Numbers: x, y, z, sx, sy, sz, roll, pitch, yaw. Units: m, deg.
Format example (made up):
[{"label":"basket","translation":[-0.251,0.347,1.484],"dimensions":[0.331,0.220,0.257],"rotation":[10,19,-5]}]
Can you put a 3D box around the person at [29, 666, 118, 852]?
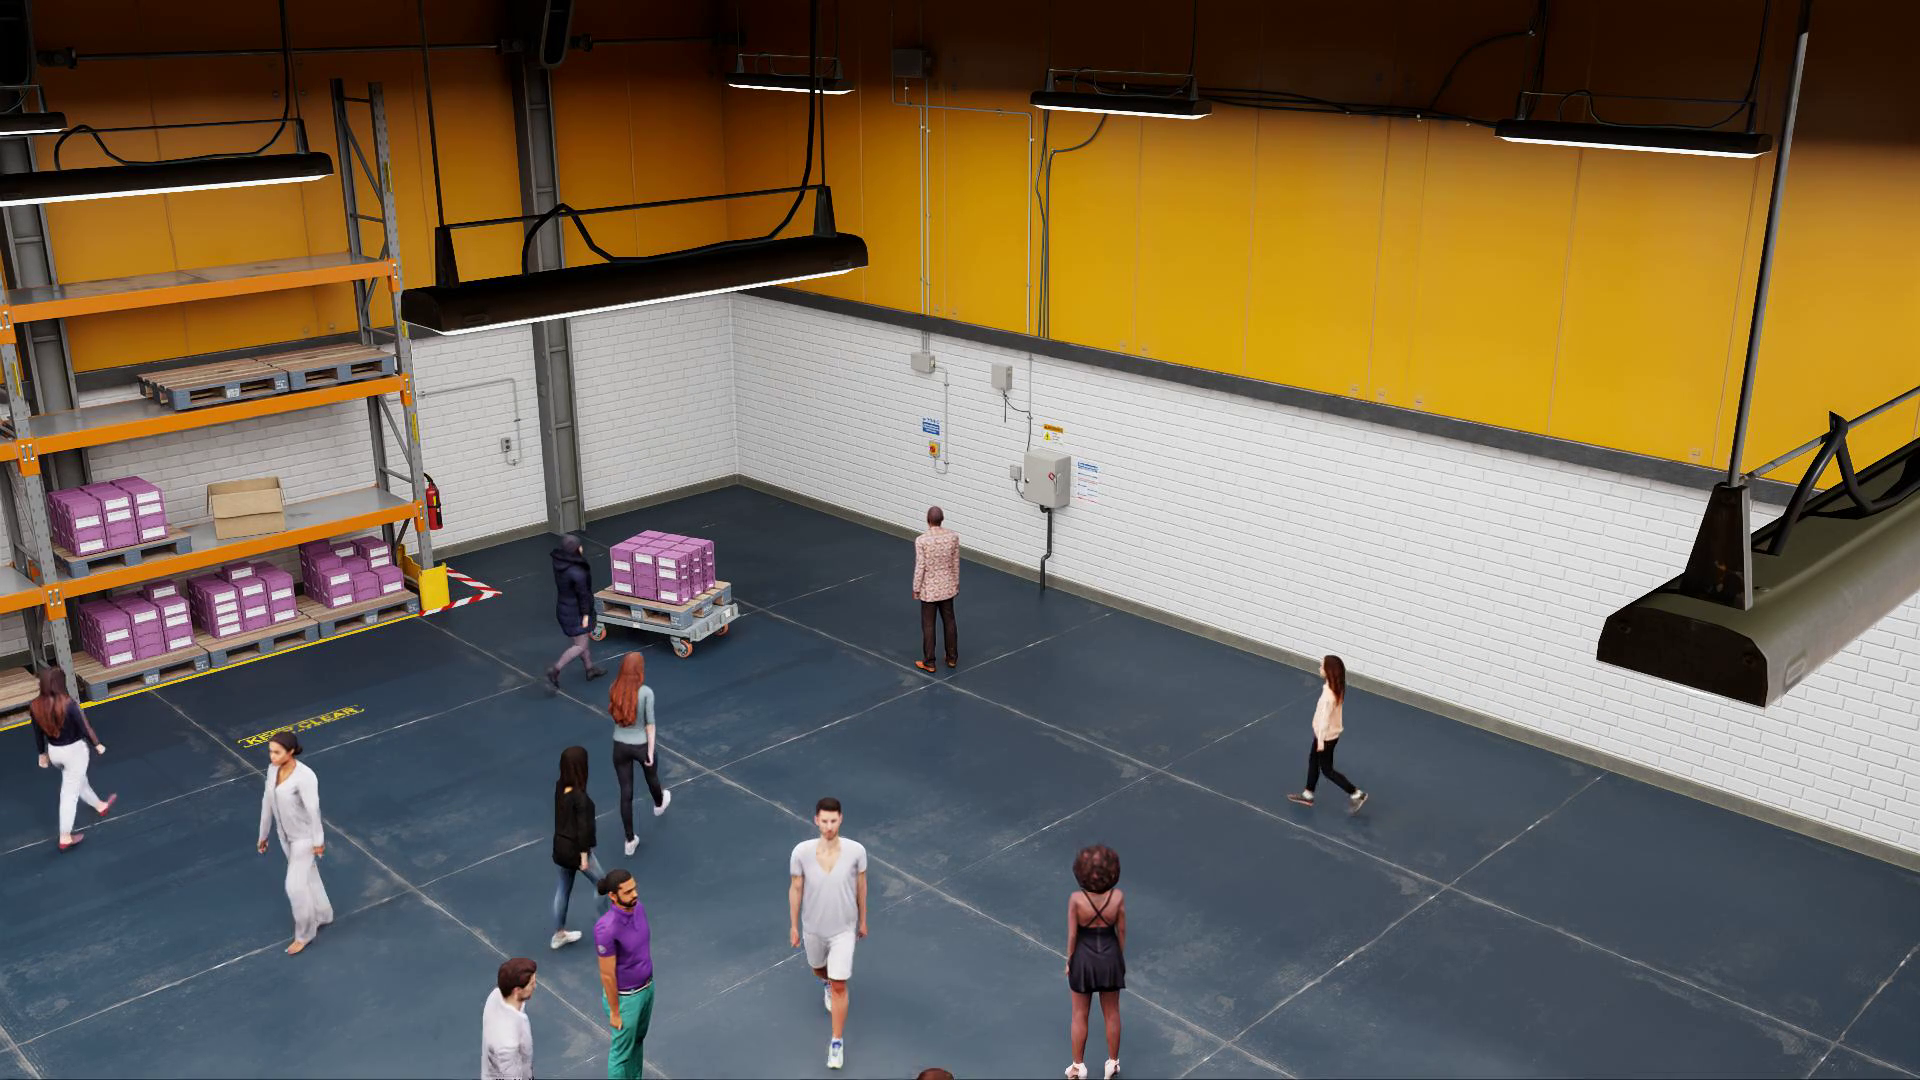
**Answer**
[{"label":"person","translation":[-7.561,1.867,14.031],"dimensions":[0.930,1.568,1.105],"rotation":[4,19,13]}]

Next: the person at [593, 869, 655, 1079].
[{"label":"person","translation":[-2.136,2.899,10.654],"dimensions":[0.780,1.767,0.666],"rotation":[6,19,17]}]

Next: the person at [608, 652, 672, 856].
[{"label":"person","translation":[-2.774,1.822,13.963],"dimensions":[1.006,1.696,1.163],"rotation":[3,19,8]}]

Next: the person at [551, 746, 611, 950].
[{"label":"person","translation":[-2.972,2.345,12.529],"dimensions":[0.583,1.621,0.842],"rotation":[16,24,39]}]

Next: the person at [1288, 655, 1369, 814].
[{"label":"person","translation":[3.287,1.724,14.619],"dimensions":[0.881,1.464,0.960],"rotation":[6,20,19]}]

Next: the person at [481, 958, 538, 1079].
[{"label":"person","translation":[-2.690,3.228,9.595],"dimensions":[0.815,1.819,0.818],"rotation":[-6,19,-17]}]

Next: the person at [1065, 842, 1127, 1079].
[{"label":"person","translation":[0.892,2.798,10.921],"dimensions":[0.631,1.787,0.707],"rotation":[-3,19,-8]}]

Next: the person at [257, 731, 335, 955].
[{"label":"person","translation":[-4.997,2.223,12.739],"dimensions":[0.737,1.717,0.831],"rotation":[12,22,32]}]

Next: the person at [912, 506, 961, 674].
[{"label":"person","translation":[-0.248,0.512,17.678],"dimensions":[0.642,1.808,0.822],"rotation":[-9,21,-26]}]

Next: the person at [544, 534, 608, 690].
[{"label":"person","translation":[-4.024,0.761,17.177],"dimensions":[1.002,1.655,0.715],"rotation":[-15,24,-38]}]

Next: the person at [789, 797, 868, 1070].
[{"label":"person","translation":[-0.905,2.596,11.473],"dimensions":[1.217,1.818,1.278],"rotation":[0,19,0]}]
